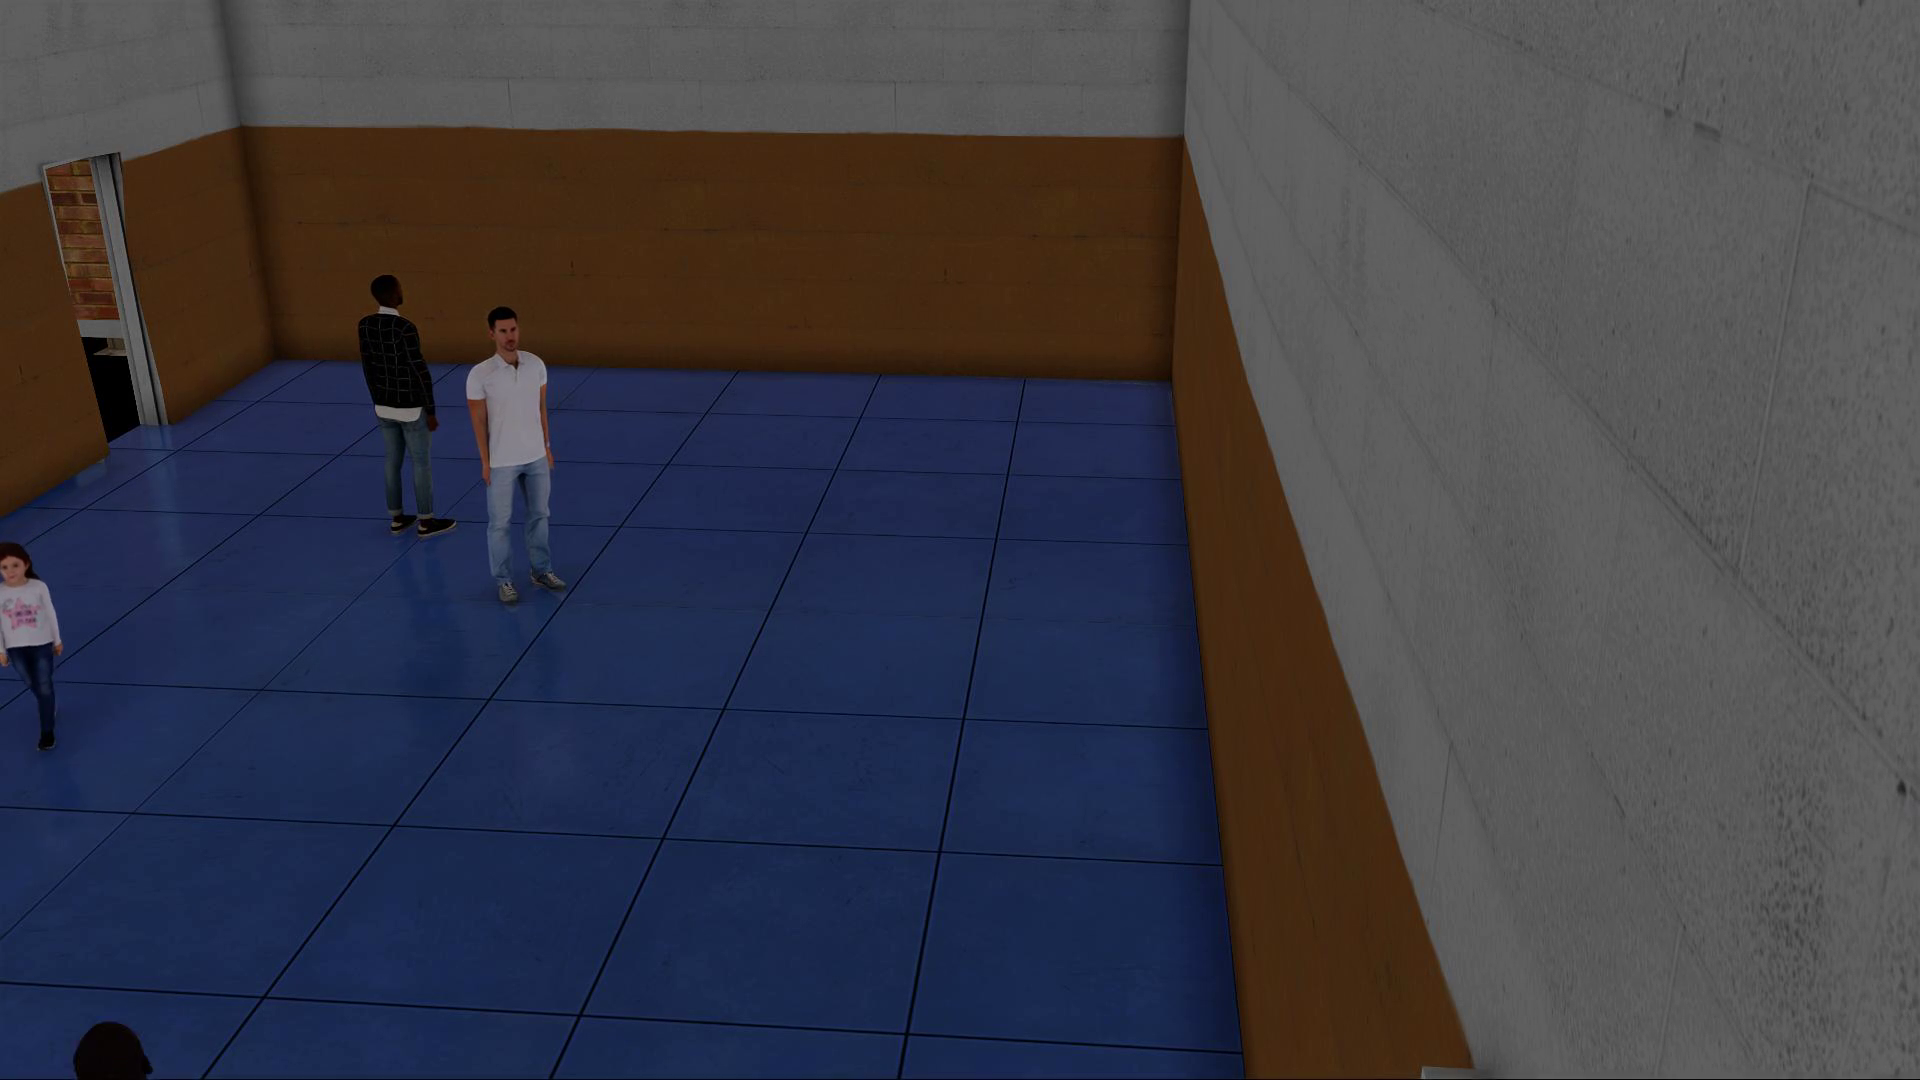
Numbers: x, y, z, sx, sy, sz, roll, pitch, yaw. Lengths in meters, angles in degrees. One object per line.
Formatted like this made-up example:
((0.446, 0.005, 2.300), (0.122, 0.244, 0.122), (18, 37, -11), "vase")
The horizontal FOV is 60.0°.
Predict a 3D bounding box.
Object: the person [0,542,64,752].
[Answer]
((-4.919, 0.520, 8.789), (0.800, 1.086, 0.704), (-7, 23, -17), "person")

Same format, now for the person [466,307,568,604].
((-2.782, -0.548, 10.402), (0.745, 1.866, 0.815), (-16, 27, -34), "person")

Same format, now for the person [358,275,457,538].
((-3.831, -0.916, 11.377), (0.595, 1.821, 0.776), (8, 23, 19), "person")
